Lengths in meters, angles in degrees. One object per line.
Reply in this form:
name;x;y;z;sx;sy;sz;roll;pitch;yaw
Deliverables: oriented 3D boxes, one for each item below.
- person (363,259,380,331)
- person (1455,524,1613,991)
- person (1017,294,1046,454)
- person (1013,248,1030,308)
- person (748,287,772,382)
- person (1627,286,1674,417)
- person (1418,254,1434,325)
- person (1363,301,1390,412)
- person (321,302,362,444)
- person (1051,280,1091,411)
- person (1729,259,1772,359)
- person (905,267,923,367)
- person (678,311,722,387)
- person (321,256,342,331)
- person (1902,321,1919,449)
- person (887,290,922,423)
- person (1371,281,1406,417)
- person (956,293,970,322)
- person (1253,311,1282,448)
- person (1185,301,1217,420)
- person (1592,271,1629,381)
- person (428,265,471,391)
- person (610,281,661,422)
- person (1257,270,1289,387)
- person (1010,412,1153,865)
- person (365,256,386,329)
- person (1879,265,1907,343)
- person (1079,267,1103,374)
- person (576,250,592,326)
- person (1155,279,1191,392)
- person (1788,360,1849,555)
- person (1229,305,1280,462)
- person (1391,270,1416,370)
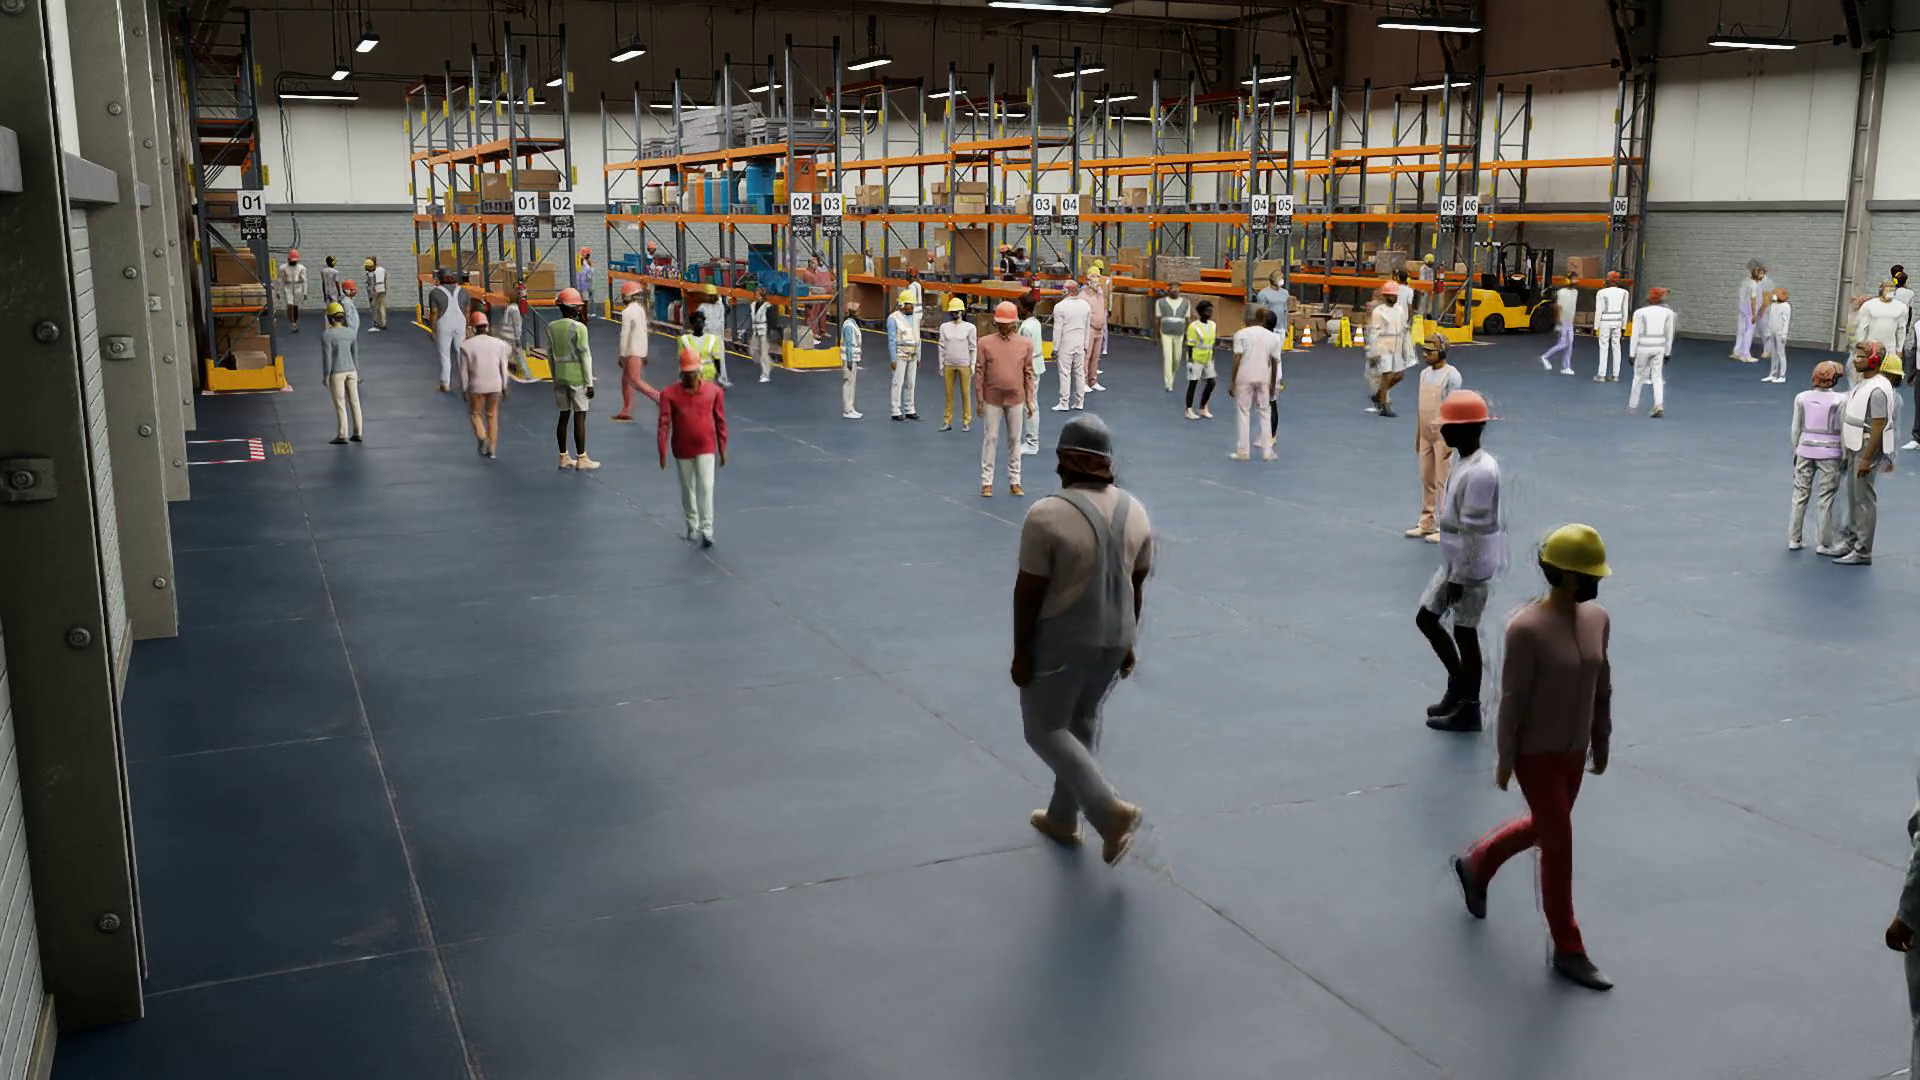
person;-14.389;-5.975;40.659;0.295;1.744;0.485;-4;12;-18
person;2.242;0.767;6.416;0.527;1.734;0.813;-6;13;-30
person;0.823;-1.987;19.944;0.392;1.919;0.590;2;11;10
person;1.756;-7.593;48.562;0.616;1.877;0.974;-6;12;-27
person;-3.399;-3.501;28.376;0.537;1.621;0.363;10;15;41
person;9.841;-2.676;23.645;0.614;1.849;0.953;1;11;4
person;12.104;-6.506;43.132;0.404;1.827;0.600;8;14;35
person;6.030;-2.654;24.094;0.479;1.611;0.558;2;11;9
person;-7.758;-2.083;20.814;0.329;1.769;0.526;6;13;30
person;1.595;-2.833;24.257;0.647;1.913;0.409;-8;13;-34
person;15.792;-4.617;32.994;1.054;2.000;0.688;-7;13;-30
person;-0.881;-4.127;30.910;0.356;1.883;0.572;2;11;9
person;-3.305;-2.080;21.088;0.540;1.671;0.823;-4;12;-20
person;-14.981;-5.837;39.671;0.509;1.861;0.322;4;12;19
person;11.782;-2.019;20.129;0.397;1.911;0.588;-5;12;-25
person;-0.751;-2.537;22.984;0.403;1.825;0.595;9;15;40
person;6.073;-2.712;23.599;0.565;1.923;0.508;-7;13;-31
person;0.052;-6.272;41.881;0.497;1.861;0.327;9;14;38
person;3.798;-1.984;20.500;0.319;1.693;0.532;4;12;21
person;3.352;-2.499;23.179;0.542;1.670;0.385;-9;14;-39
person;11.163;-3.666;28.563;0.583;1.882;0.337;-1;11;-6
person;-8.335;-3.453;27.080;0.688;2.000;0.536;-9;14;-39
person;-4.403;-2.574;22.826;0.870;1.960;0.605;1;11;7
person;5.173;-3.478;27.465;0.636;1.938;0.358;-6;13;-30
person;0.563;0.426;7.366;0.696;2.000;0.793;-9;14;-38
person;-14.432;-6.111;41.163;0.569;1.821;0.687;6;13;29
person;17.304;-4.144;30.908;0.393;1.919;0.589;-3;12;-17
person;2.370;-3.952;29.940;0.393;1.919;0.586;-8;13;-34
person;-9.685;-6.443;42.565;0.560;1.927;0.525;-2;11;-11
person;3.445;-3.330;27.038;0.577;1.822;0.789;-1;11;-5
person;7.281;-0.695;14.084;0.307;1.641;0.513;-8;13;-34
person;3.436;-1.798;19.283;0.622;1.811;0.394;-1;11;-7
person;8.142;-4.055;30.719;0.528;1.817;0.974;9;14;38
